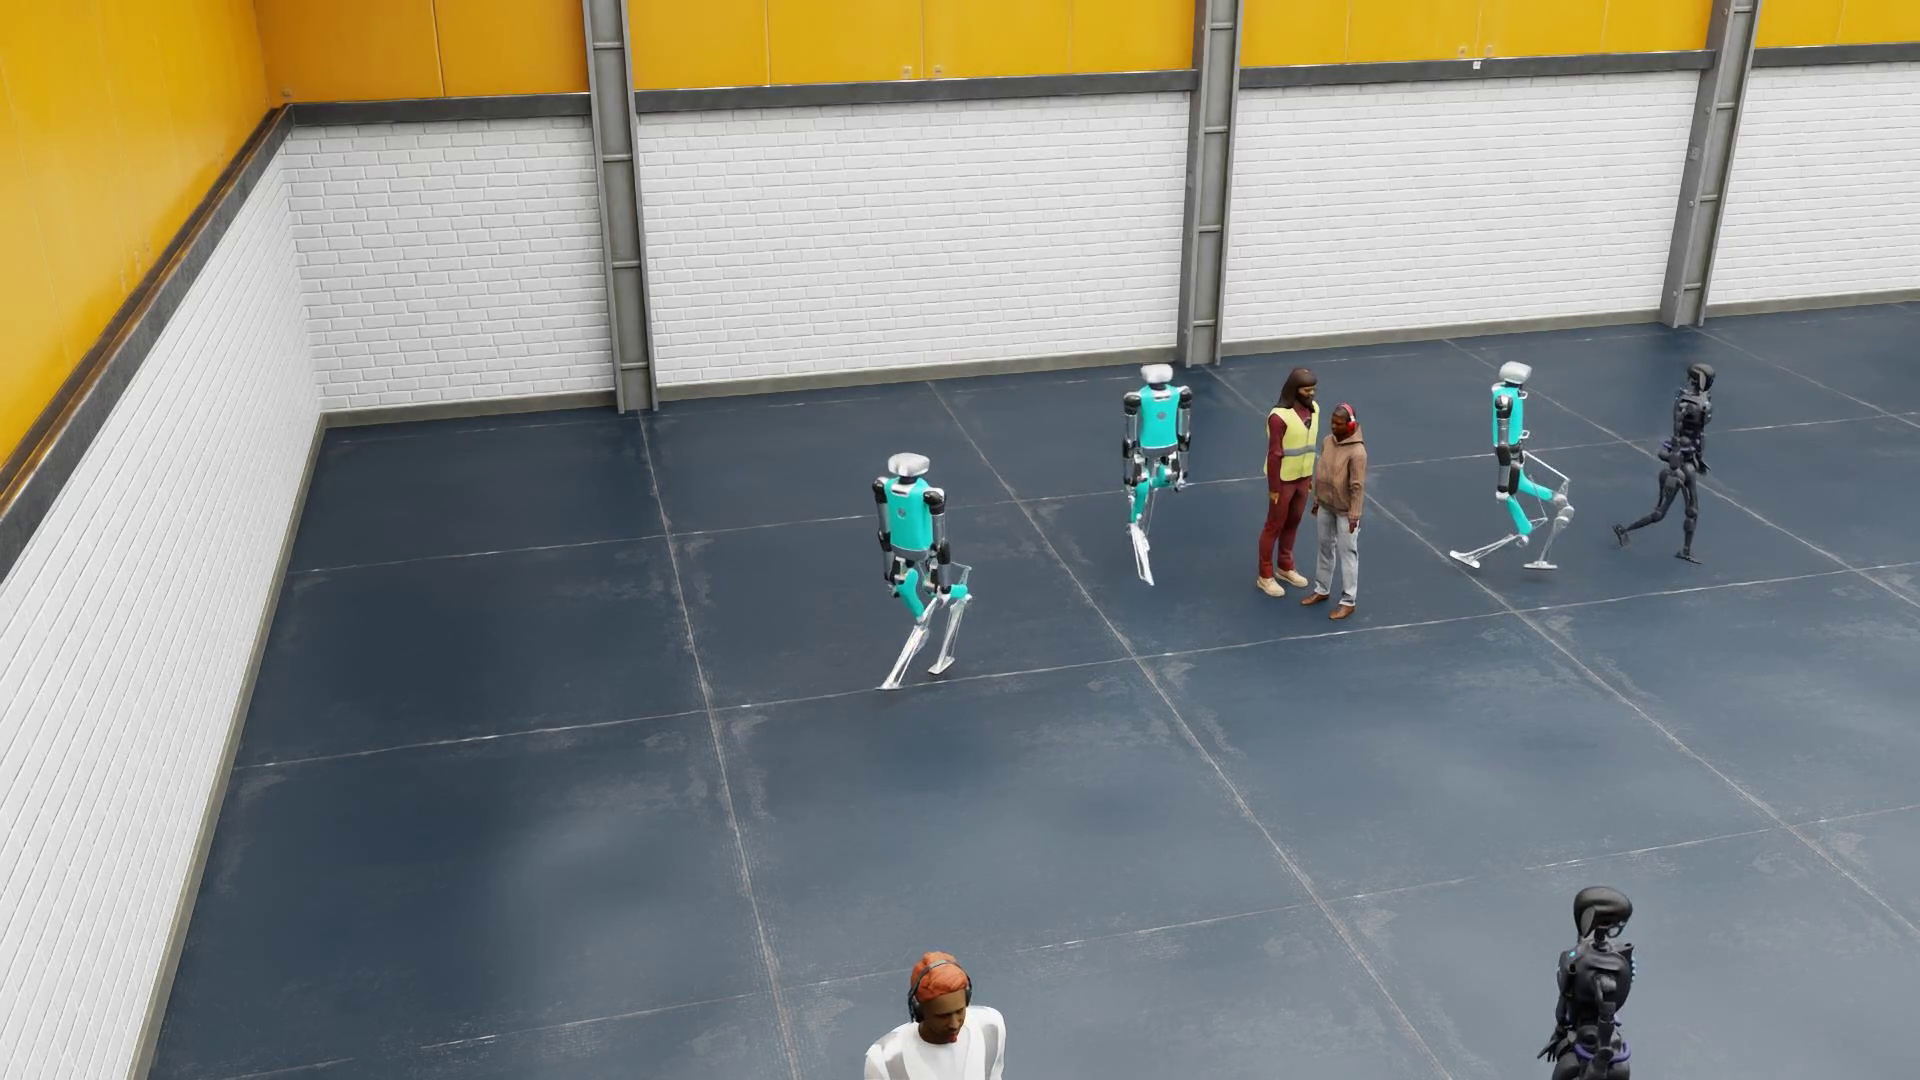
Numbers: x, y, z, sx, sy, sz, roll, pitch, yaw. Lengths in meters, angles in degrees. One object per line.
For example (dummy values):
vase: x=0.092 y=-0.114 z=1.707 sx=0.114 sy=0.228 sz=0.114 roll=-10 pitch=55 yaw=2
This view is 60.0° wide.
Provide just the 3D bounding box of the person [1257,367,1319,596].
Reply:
person: x=2.474 y=-0.457 z=12.534 sx=0.476 sy=1.769 sz=0.359 roll=-18 pitch=29 yaw=-35

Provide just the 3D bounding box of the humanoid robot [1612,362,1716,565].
humanoid robot: x=5.632 y=-0.636 z=13.087 sx=0.689 sy=1.637 sz=0.609 roll=21 pitch=31 yaw=39

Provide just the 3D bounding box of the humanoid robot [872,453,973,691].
humanoid robot: x=-0.222 y=0.203 z=11.064 sx=0.548 sy=1.739 sz=0.968 roll=14 pitch=27 yaw=29

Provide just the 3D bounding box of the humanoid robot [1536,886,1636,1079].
humanoid robot: x=2.600 y=2.145 z=6.752 sx=0.480 sy=1.646 sz=0.600 roll=4 pitch=24 yaw=8

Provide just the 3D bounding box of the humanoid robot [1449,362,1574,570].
humanoid robot: x=4.335 y=-0.479 z=12.646 sx=1.025 sy=1.738 sz=0.544 roll=10 pitch=26 yaw=22

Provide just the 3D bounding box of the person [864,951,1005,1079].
person: x=-0.072 y=2.316 z=6.100 sx=0.574 sy=1.882 sz=0.356 roll=-14 pitch=27 yaw=-29

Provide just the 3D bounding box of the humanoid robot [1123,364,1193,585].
humanoid robot: x=1.449 y=-0.591 z=12.993 sx=0.539 sy=1.798 sz=1.042 roll=-5 pitch=24 yaw=-10

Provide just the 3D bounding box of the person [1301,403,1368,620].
person: x=2.778 y=-0.222 z=12.158 sx=0.308 sy=1.645 sz=0.461 roll=-14 pitch=27 yaw=-28
